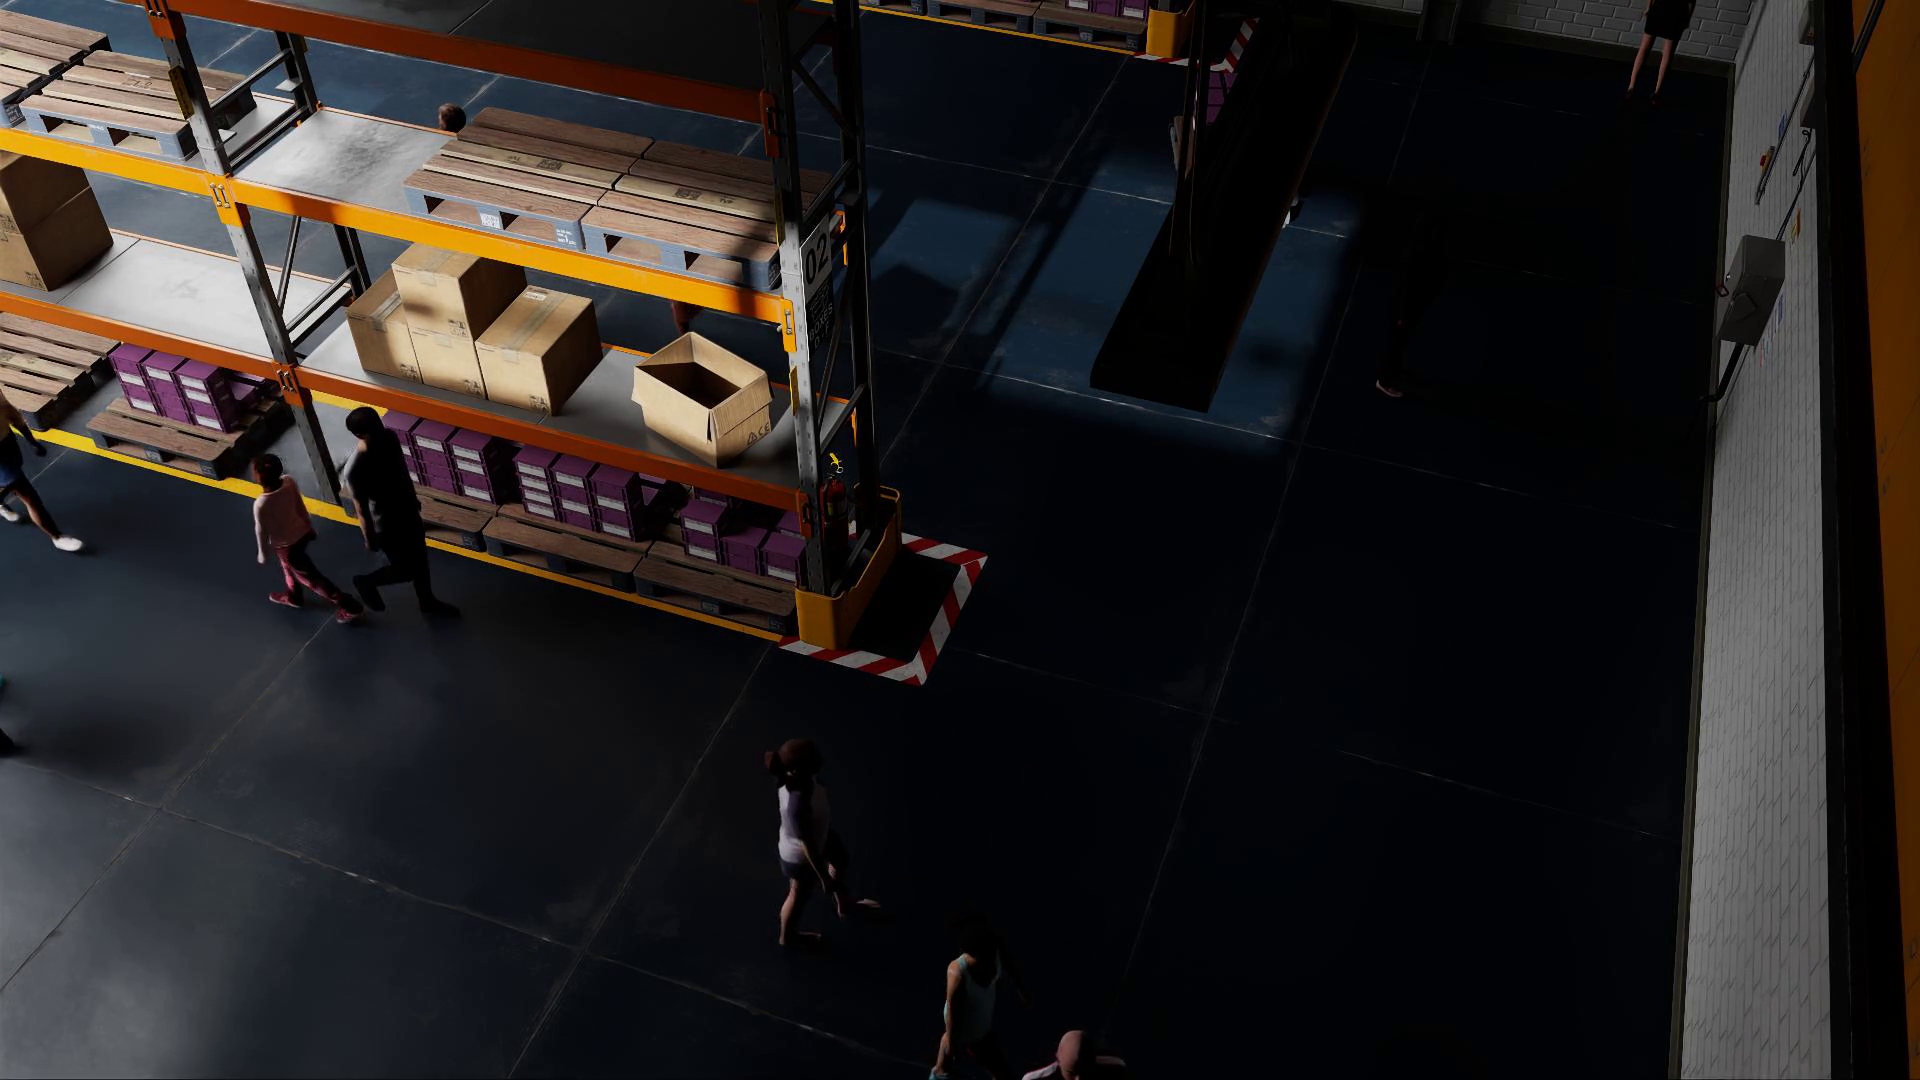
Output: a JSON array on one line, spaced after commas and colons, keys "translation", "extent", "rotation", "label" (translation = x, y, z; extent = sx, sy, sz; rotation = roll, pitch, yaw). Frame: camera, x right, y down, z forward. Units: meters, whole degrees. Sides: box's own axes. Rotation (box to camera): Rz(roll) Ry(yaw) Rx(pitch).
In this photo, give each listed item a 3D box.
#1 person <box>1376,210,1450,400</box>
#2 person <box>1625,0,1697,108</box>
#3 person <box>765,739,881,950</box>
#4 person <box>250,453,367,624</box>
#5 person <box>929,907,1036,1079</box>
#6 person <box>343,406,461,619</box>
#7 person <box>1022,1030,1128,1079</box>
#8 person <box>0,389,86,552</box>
[{"translation": [3.507, -1.861, 12.966], "extent": [0.666, 1.617, 0.676], "rotation": [21, 48, 21], "label": "person"}, {"translation": [6.896, -5.099, 16.229], "extent": [0.521, 1.804, 0.701], "rotation": [26, 50, 25], "label": "person"}, {"translation": [-0.934, 1.690, 9.145], "extent": [0.933, 1.746, 0.800], "rotation": [-5, 44, -5], "label": "person"}, {"translation": [-4.426, 0.012, 11.141], "extent": [1.027, 1.423, 0.634], "rotation": [8, 44, 8], "label": "person"}, {"translation": [-0.014, 2.378, 8.421], "extent": [1.006, 1.749, 0.705], "rotation": [17, 46, 17], "label": "person"}, {"translation": [-3.835, -0.172, 11.026], "extent": [0.916, 1.848, 0.693], "rotation": [12, 45, 12], "label": "person"}, {"translation": [0.508, 2.766, 7.990], "extent": [1.248, 1.782, 1.094], "rotation": [-3, 44, -3], "label": "person"}, {"translation": [-6.800, -0.615, 11.672], "extent": [1.103, 1.597, 0.633], "rotation": [14, 45, 14], "label": "person"}]
